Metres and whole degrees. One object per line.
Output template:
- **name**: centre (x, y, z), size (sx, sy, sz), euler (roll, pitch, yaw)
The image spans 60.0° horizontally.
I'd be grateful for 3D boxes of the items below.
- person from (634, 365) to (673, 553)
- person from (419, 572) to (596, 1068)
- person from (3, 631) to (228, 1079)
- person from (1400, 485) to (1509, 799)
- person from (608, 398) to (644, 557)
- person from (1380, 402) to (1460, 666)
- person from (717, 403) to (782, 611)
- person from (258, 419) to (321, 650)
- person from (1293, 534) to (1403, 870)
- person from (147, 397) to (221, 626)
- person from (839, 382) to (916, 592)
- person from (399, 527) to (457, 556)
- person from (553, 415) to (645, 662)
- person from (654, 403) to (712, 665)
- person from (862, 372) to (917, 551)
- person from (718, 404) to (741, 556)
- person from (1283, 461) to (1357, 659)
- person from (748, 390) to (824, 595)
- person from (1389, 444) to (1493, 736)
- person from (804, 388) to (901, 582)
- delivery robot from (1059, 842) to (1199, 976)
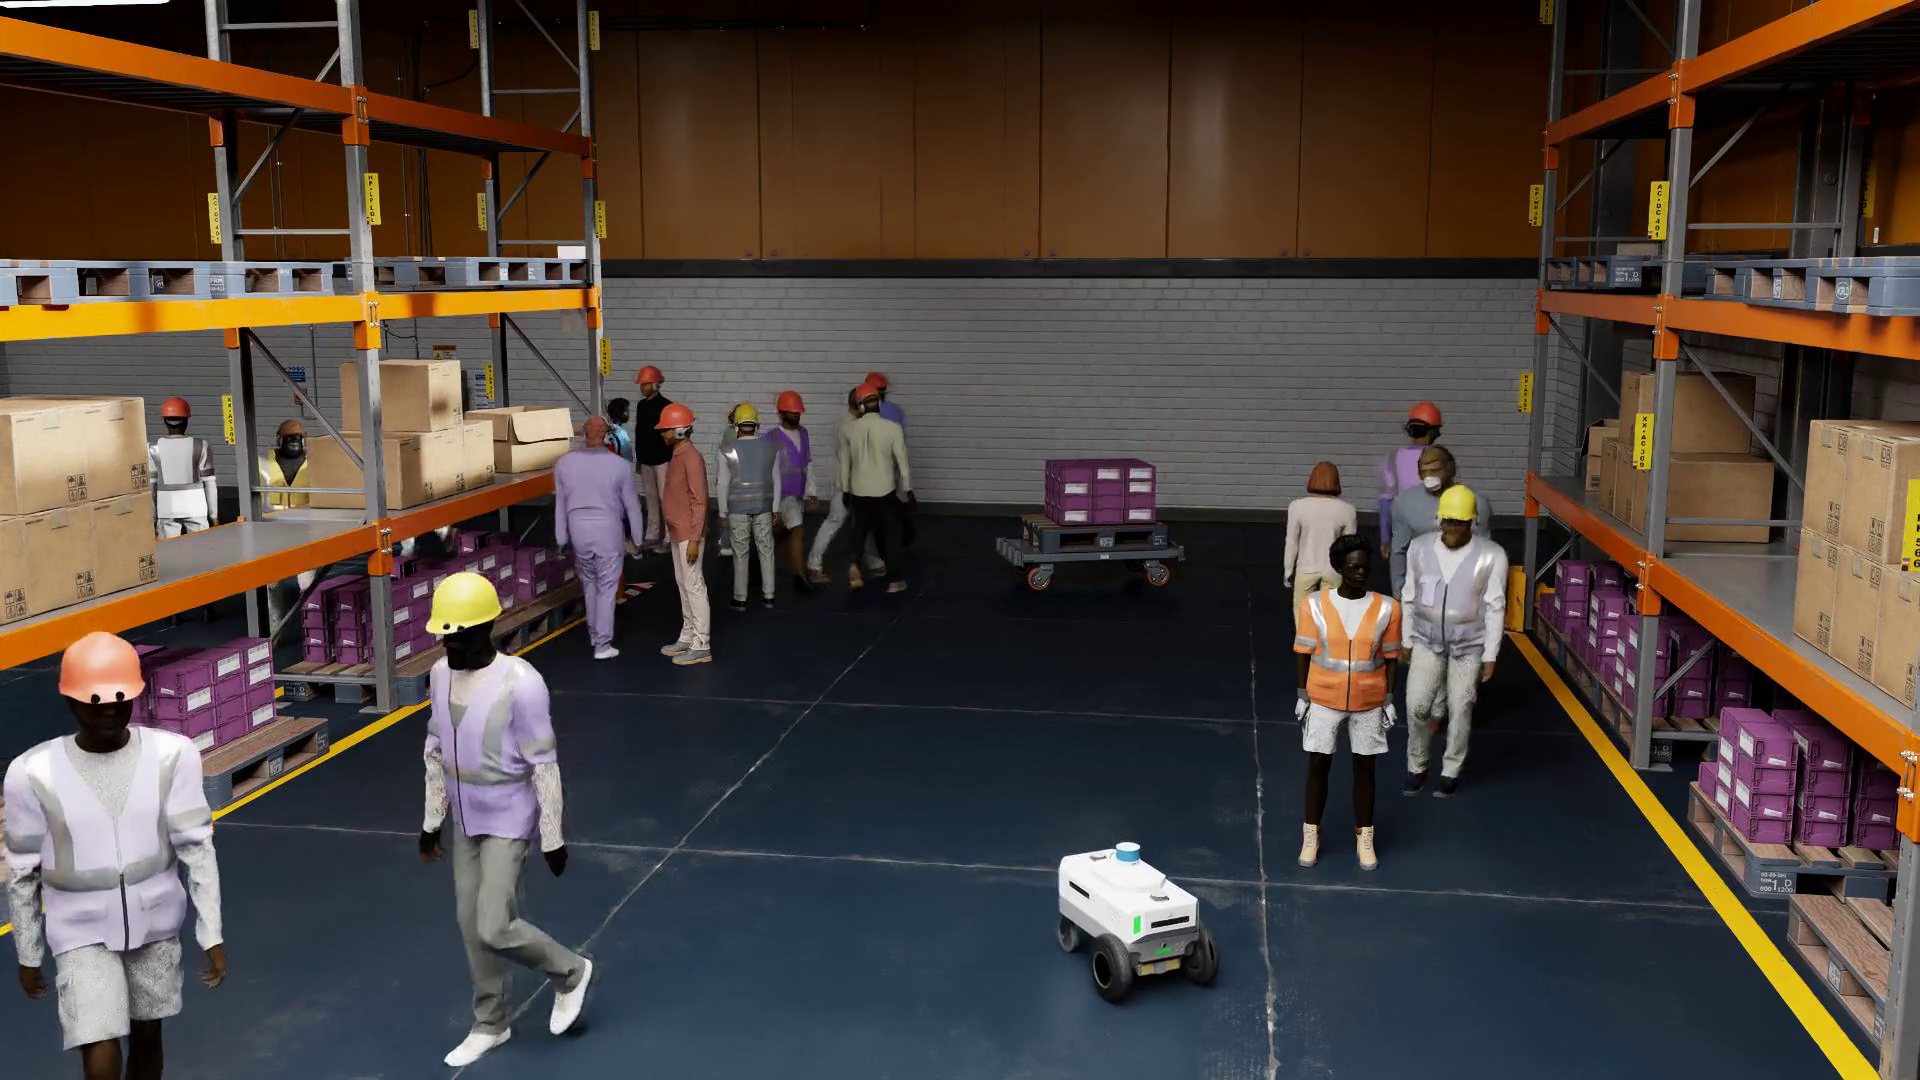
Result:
- **person**: centre (-3.249, -0.858, 17.679), size (0.622, 1.992, 0.396), euler (8, 12, 39)
- **person**: centre (-1.742, 1.039, 6.259), size (0.611, 1.906, 0.536), euler (7, 12, 38)
- **person**: centre (-2.559, 1.226, 5.100), size (0.562, 1.903, 0.858), euler (-7, 12, -37)
- **person**: centre (2.747, 0.588, 9.354), size (0.607, 1.803, 0.517), euler (5, 10, 28)
- **person**: centre (-3.483, -0.636, 17.266), size (0.456, 1.684, 0.546), euler (-5, 10, -29)
- **person**: centre (3.575, -0.059, 12.786), size (1.024, 1.993, 0.622), euler (-8, 12, -40)
- **person**: centre (-1.865, -0.291, 14.675), size (0.586, 1.835, 0.404), euler (-4, 10, -24)
- **person**: centre (-5.254, -0.038, 13.119), size (0.677, 1.831, 0.438), euler (-3, 10, -20)
- **person**: centre (1.934, 0.806, 8.330), size (0.535, 1.700, 0.318), euler (1, 9, 9)
- **person**: centre (-6.569, -0.242, 14.069), size (0.551, 1.932, 0.378), euler (-3, 10, -19)
- **person**: centre (-0.782, -0.461, 15.350), size (0.739, 1.965, 0.643), euler (3, 10, 16)
- **person**: centre (-5.474, -0.643, 16.797), size (0.756, 1.856, 0.594), euler (-8, 12, -41)
- **person**: centre (-2.755, -0.032, 12.929), size (0.668, 1.881, 0.731), euler (2, 9, 12)
- **person**: centre (-2.113, -0.050, 12.704), size (0.396, 1.990, 0.622), euler (-4, 10, -23)
- **person**: centre (-0.778, -0.821, 17.659), size (0.583, 1.926, 0.619), euler (-7, 12, -39)
- **person**: centre (-2.362, -0.627, 17.433), size (0.389, 1.608, 0.530), euler (-4, 10, -25)
- **person**: centre (2.612, 0.238, 12.065), size (0.520, 1.620, 0.353), euler (1, 9, 8)
- **person**: centre (-1.666, -0.462, 15.542), size (0.903, 1.906, 0.557), euler (5, 11, 30)
- **person**: centre (3.065, 0.329, 10.633), size (0.642, 1.907, 0.514), euler (5, 11, 30)
- **person**: centre (-1.084, -0.530, 16.049), size (0.967, 1.892, 0.660), euler (-1, 9, -4)
- **delivery robot**: centre (0.711, 1.532, 7.081), size (0.477, 0.478, 0.707), euler (-4, 10, -24)
